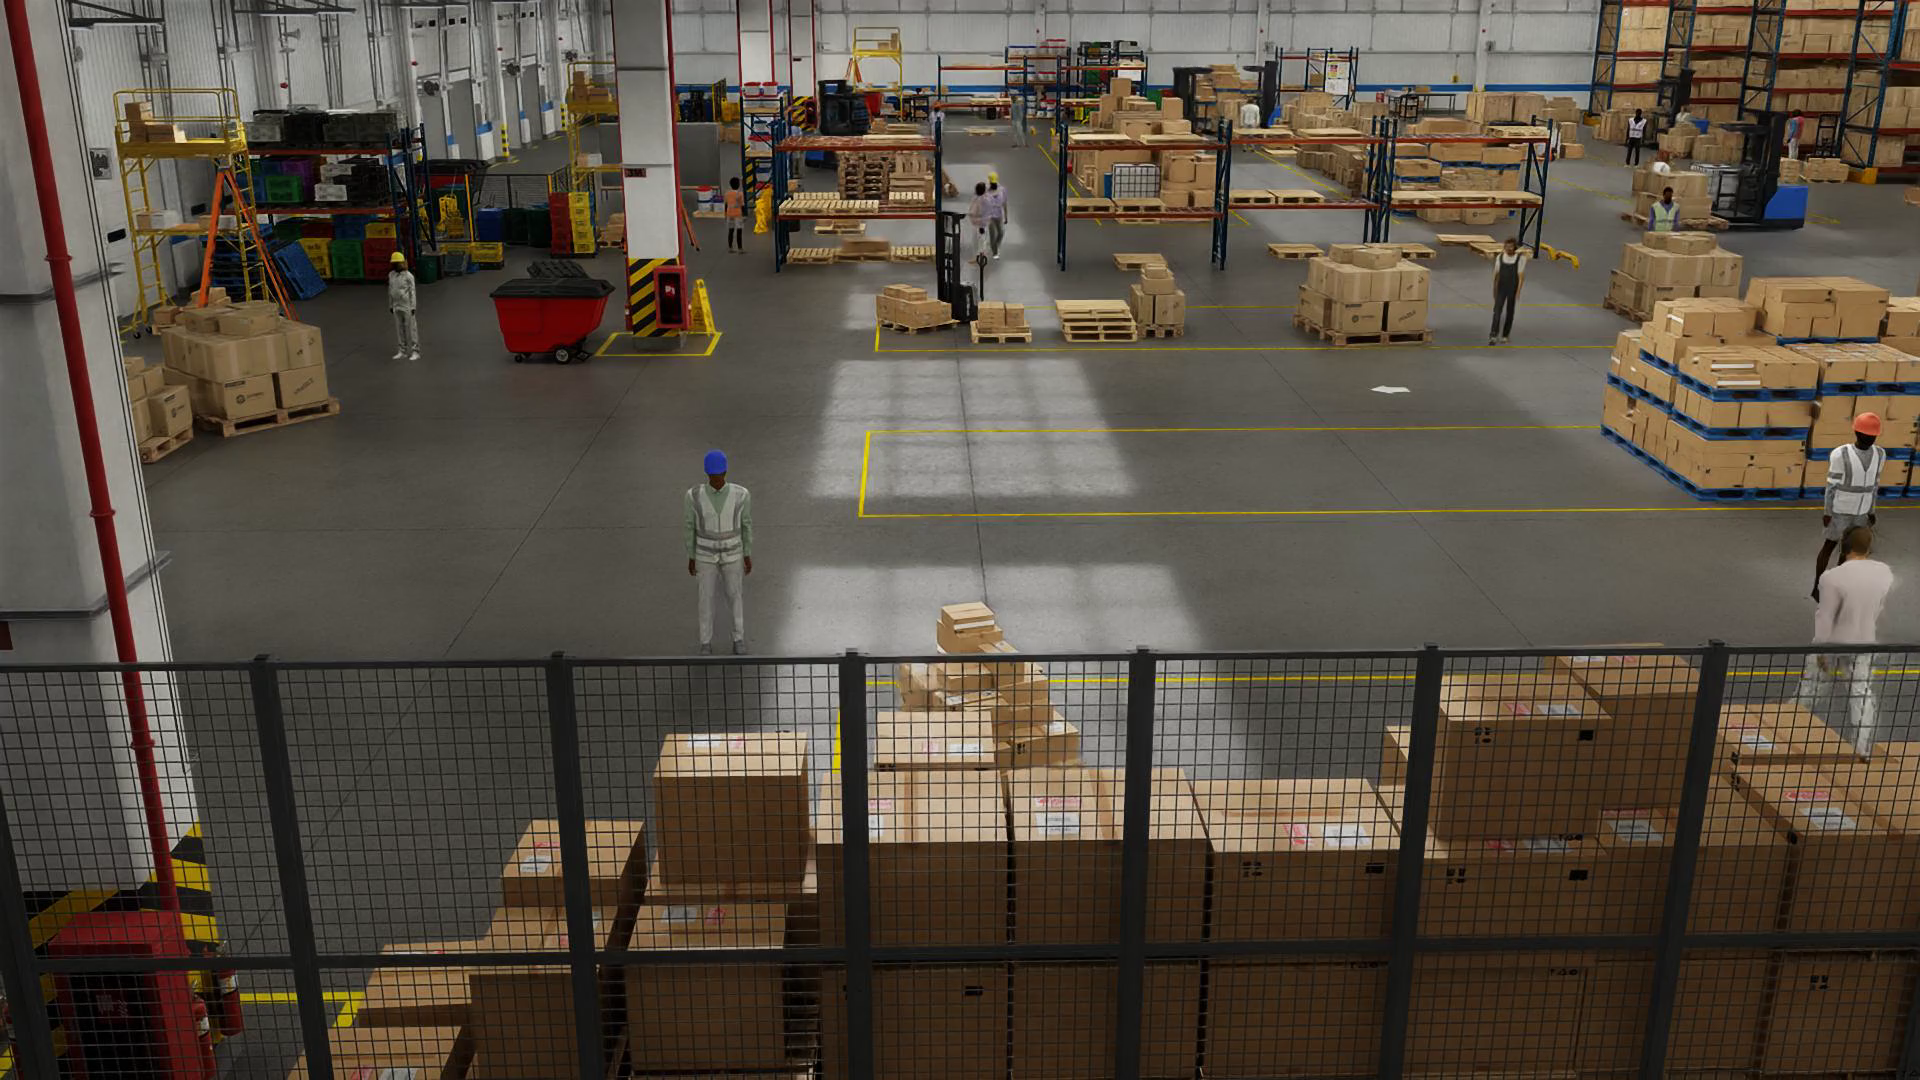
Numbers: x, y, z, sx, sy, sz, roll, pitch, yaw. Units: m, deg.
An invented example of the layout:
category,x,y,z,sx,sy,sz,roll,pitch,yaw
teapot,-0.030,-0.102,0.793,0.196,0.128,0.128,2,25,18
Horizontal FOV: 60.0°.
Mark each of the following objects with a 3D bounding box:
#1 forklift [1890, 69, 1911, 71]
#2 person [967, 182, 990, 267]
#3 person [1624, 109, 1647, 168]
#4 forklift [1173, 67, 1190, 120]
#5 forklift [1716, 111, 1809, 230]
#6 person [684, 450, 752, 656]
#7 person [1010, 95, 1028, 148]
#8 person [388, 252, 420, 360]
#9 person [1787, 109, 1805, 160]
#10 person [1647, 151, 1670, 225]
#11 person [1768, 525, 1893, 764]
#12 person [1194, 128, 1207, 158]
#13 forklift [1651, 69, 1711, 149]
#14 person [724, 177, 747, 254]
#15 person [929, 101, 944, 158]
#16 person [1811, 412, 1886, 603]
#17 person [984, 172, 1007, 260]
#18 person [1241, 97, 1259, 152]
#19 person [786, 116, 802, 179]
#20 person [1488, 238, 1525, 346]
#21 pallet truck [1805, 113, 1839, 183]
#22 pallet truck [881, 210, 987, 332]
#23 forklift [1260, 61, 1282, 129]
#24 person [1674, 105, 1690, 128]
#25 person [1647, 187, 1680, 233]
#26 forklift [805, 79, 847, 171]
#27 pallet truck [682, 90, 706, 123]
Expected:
category,x,y,z,sx,sy,sz,roll,pitch,yaw
forklift,33.641,-15.539,59.970,1.873,2.768,1.129,-1,19,-2
person,0.399,-6.732,35.502,0.438,1.814,0.672,-9,21,-25
person,22.012,-13.079,54.175,0.592,1.910,0.387,12,22,32
forklift,8.060,-15.894,61.021,1.873,2.768,1.129,-4,19,-11
forklift,19.730,-9.053,40.727,1.873,2.768,1.129,-1,19,-2
person,-2.160,0.127,14.931,0.603,1.949,0.384,-4,19,-11
person,2.175,-15.323,60.861,0.638,1.894,0.700,-10,21,-26
person,-8.986,-3.770,26.802,0.493,1.746,0.282,6,20,18
person,27.506,-13.277,54.859,0.626,1.843,0.430,-13,23,-34
person,17.425,-8.720,41.306,0.652,1.858,0.604,-4,19,-12
person,6.928,0.777,13.105,0.638,1.885,1.027,-2,19,-7
person,7.240,-11.645,50.374,0.514,1.611,0.733,1,19,4
forklift,26.017,-15.503,59.863,1.873,2.768,1.129,5,19,14
person,-5.029,-7.261,37.229,0.539,1.698,0.318,10,21,28
person,-0.828,-14.127,57.241,0.555,1.926,0.396,8,20,21
person,8.714,-0.310,16.243,0.548,1.937,0.379,-2,19,-6
person,0.755,-7.104,36.441,0.609,1.903,0.458,-5,19,-16
person,10.296,-14.766,59.128,0.635,1.937,0.352,2,19,7
person,-5.166,-12.052,51.162,0.633,1.890,0.402,2,19,5
person,9.135,-4.140,27.831,0.510,1.794,0.960,9,21,24
pallet truck,26.403,-11.957,50.702,0.823,1.965,1.885,6,19,16
pallet truck,-0.493,-4.759,29.349,1.885,1.965,0.823,-13,23,-34
forklift,12.259,-17.516,65.833,1.873,2.768,1.129,-1,19,-1
person,25.692,-14.651,59.261,0.434,1.620,0.547,-15,24,-37
person,14.338,-6.199,33.810,0.596,1.881,0.931,-2,19,-6
forklift,-4.097,-13.405,53.639,1.129,2.768,1.873,-17,25,-40
pallet truck,-9.671,-15.907,62.421,0.823,1.965,1.885,5,19,15
